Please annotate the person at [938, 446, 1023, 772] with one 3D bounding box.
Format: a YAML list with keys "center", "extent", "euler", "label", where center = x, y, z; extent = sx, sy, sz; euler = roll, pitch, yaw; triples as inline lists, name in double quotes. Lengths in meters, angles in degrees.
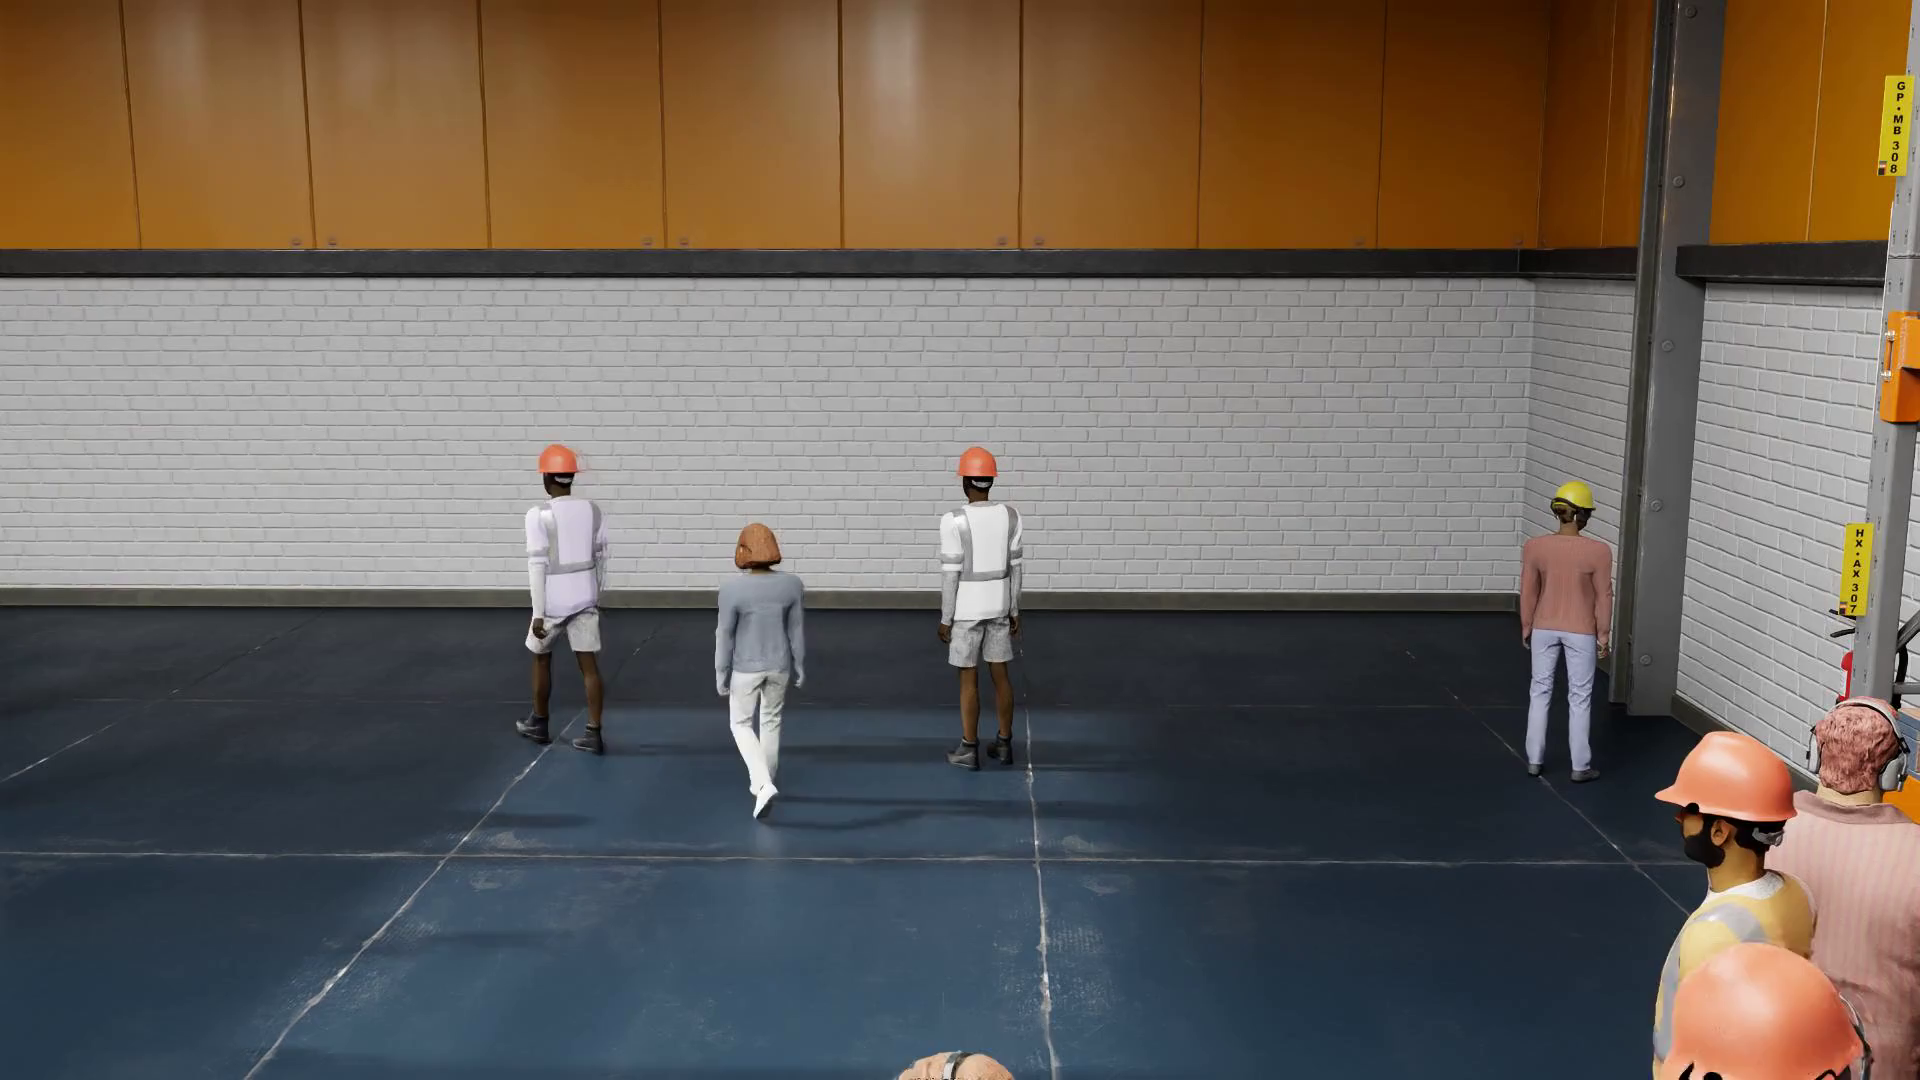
- center: [0.105, 0.407, 9.943]
  extent: [0.551, 1.934, 0.373]
  euler: [-5, 11, -29]
  label: "person"

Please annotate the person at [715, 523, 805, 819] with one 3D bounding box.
- center: [-1.084, 0.708, 9.110]
  extent: [0.516, 1.617, 0.667]
  euler: [-5, 11, -28]
  label: "person"

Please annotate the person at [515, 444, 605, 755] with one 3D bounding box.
- center: [-2.500, 0.358, 10.337]
  extent: [0.568, 1.900, 0.872]
  euler: [-9, 13, -43]
  label: "person"

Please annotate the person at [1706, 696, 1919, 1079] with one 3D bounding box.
- center: [2.302, 1.349, 4.398]
  extent: [0.652, 1.906, 0.402]
  euler: [7, 12, 36]
  label: "person"

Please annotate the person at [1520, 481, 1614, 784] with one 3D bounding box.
- center: [3.533, 0.536, 9.704]
  extent: [0.523, 1.762, 0.329]
  euler: [7, 12, 36]
  label: "person"

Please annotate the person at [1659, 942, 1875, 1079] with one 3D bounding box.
- center: [1.391, 1.588, 2.796]
  extent: [0.624, 1.989, 0.774]
  euler: [8, 13, 41]
  label: "person"

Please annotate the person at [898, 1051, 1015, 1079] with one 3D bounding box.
- center: [0.048, 1.717, 2.993]
  extent: [0.562, 1.628, 0.602]
  euler: [2, 10, 15]
  label: "person"

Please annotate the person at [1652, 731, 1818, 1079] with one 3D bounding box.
- center: [1.785, 1.405, 3.963]
  extent: [0.359, 1.938, 0.547]
  euler: [8, 13, 41]
  label: "person"
